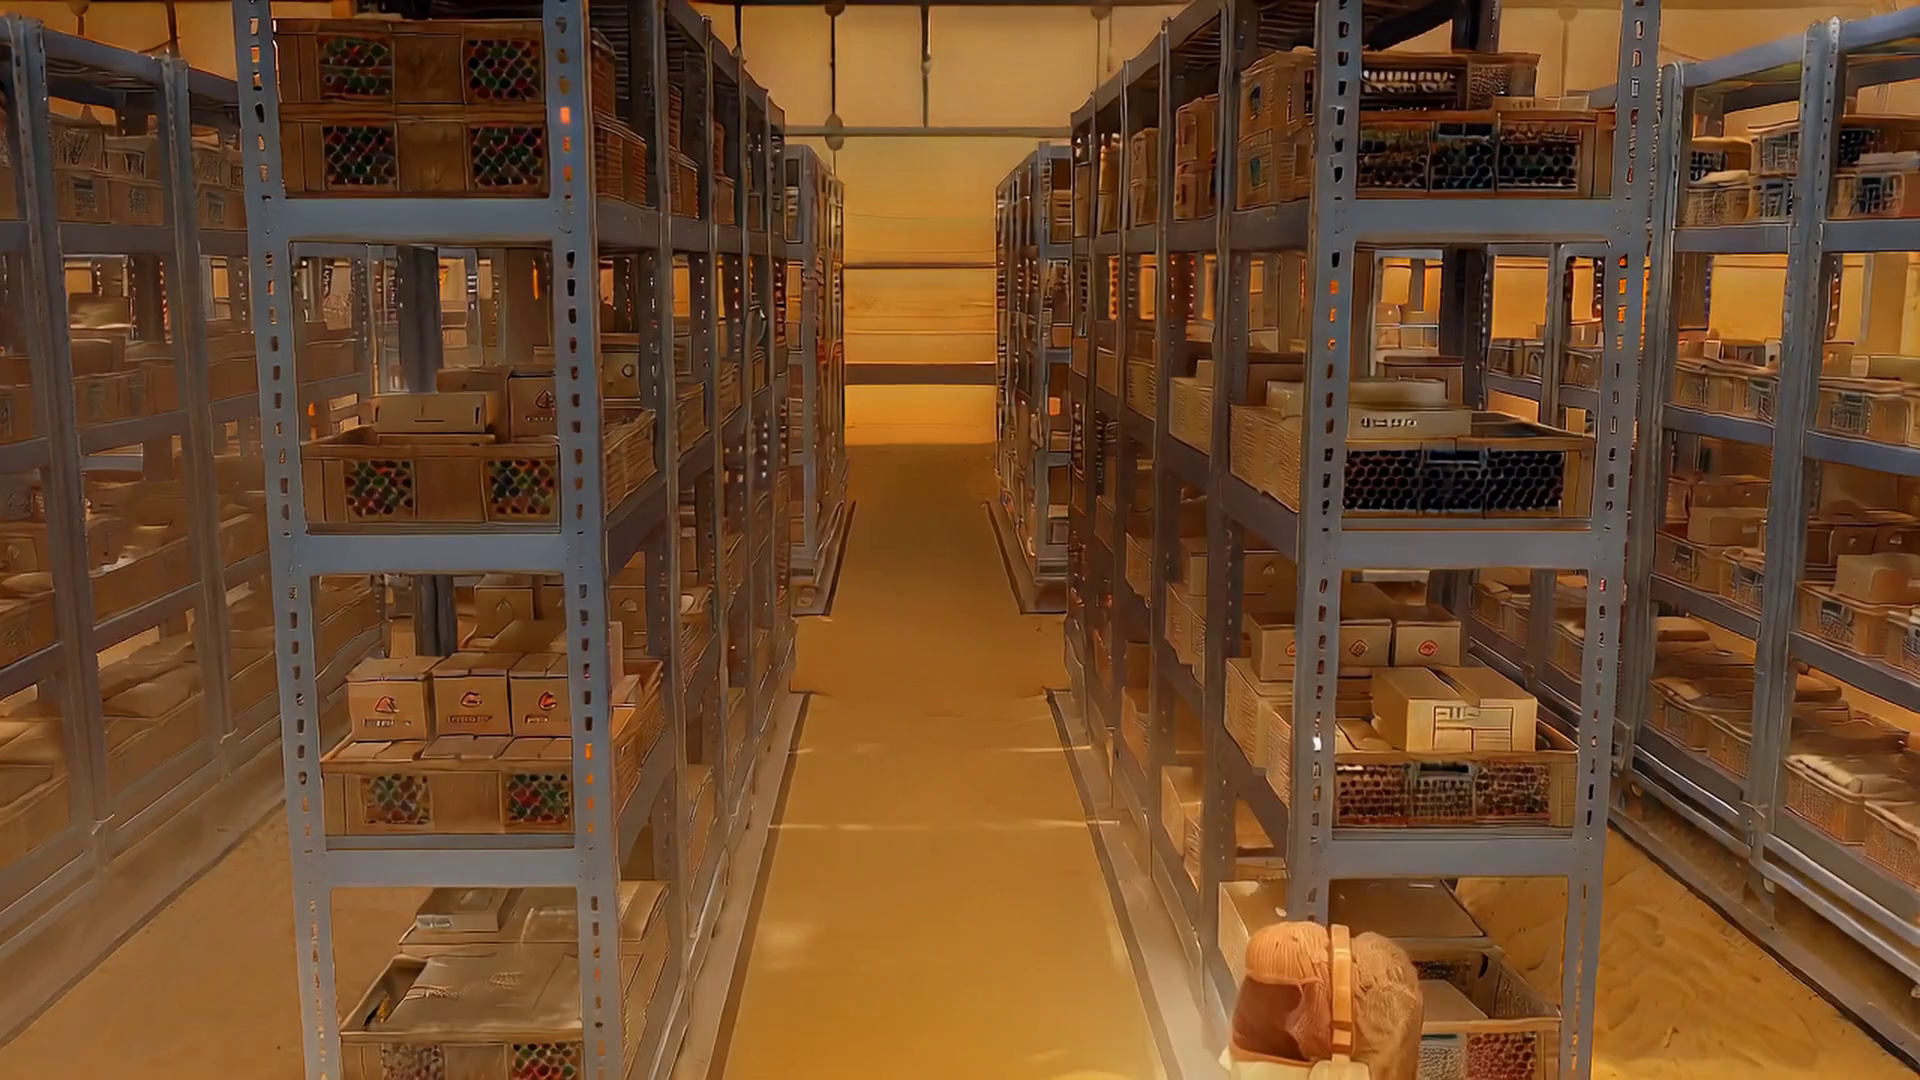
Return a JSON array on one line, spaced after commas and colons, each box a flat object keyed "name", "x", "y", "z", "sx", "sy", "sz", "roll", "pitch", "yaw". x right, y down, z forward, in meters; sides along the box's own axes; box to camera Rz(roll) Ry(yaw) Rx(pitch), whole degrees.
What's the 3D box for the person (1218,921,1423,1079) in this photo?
[{"name": "person", "x": 0.435, "y": 1.400, "z": 2.112, "sx": 0.409, "sy": 1.907, "sz": 0.651, "roll": 1, "pitch": 9, "yaw": 3}]
